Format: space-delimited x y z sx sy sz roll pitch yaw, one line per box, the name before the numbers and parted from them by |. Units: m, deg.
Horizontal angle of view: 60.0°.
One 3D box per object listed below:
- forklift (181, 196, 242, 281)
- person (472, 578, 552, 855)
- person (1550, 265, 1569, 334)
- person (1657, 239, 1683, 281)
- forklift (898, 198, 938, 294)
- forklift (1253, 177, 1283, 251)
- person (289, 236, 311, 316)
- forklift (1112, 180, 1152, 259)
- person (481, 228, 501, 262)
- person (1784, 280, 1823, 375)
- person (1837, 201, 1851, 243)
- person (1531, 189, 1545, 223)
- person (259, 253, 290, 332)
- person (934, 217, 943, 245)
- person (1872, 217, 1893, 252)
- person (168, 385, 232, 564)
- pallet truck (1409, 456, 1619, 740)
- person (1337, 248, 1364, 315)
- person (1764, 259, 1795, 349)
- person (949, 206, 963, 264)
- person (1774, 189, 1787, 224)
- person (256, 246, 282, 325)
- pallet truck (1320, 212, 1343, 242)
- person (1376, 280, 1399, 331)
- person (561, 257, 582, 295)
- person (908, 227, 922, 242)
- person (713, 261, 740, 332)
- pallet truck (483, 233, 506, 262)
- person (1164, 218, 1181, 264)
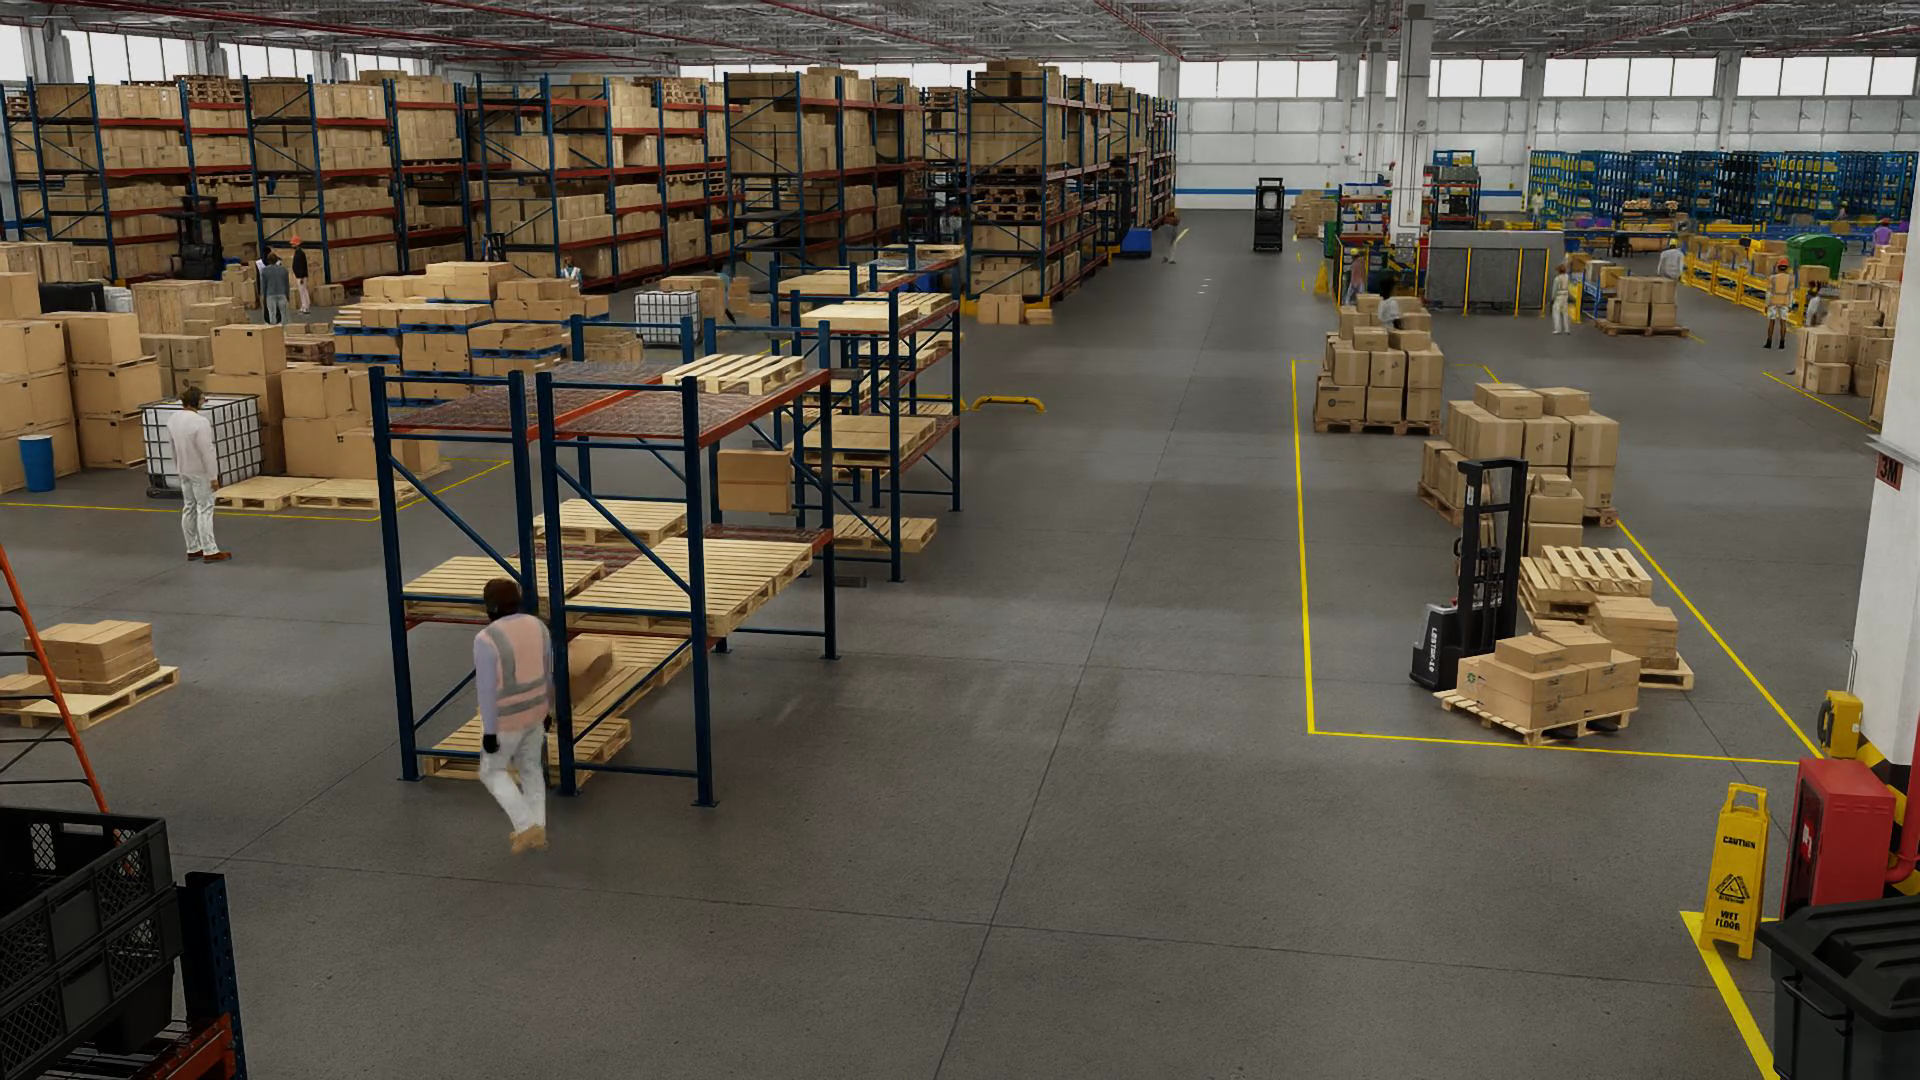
forklift | -21.128 -8.215 46.558 1.129 2.768 1.873 3 14 10
person | -2.868 1.147 10.748 0.460 1.817 0.645 7 16 27
person | 13.854 -5.542 38.335 0.632 1.608 0.329 -11 18 -38
person | 18.935 -7.136 44.413 0.596 1.796 0.866 3 14 14
forklift | -1.145 -7.856 45.100 1.129 2.768 1.873 3 14 10
forklift | 12.083 -12.747 64.956 1.129 2.768 1.873 3 14 10
person | -16.746 -6.696 42.213 0.377 1.995 0.608 -8 16 -29
forklift | 6.082 -11.722 60.796 1.873 2.768 1.129 2 14 9
person | -14.219 -8.642 50.433 0.634 1.839 0.429 -11 18 -38
person | 16.332 -4.034 31.735 0.815 1.839 0.518 3 14 11
person | 36.659 -13.148 68.915 0.786 1.733 0.553 4 14 17
person | 28.794 -16.583 82.810 0.591 1.773 0.968 -2 14 -6
person | -15.426 -5.502 37.503 0.630 1.931 0.366 -10 17 -36
person | -0.907 -10.943 59.676 0.912 1.878 0.575 3 14 12
person | 29.393 -9.322 53.044 0.600 1.902 0.643 10 17 36
person | -8.272 -0.712 18.033 0.635 1.937 0.353 8 16 29
pallet truck | 4.504 0.400 13.395 0.823 1.965 1.885 -6 15 -23
person | 10.015 -6.487 41.932 0.523 1.717 0.924 -11 18 -38
person | 17.622 -5.081 35.790 0.542 1.930 0.367 5 15 18
person | -0.131 -10.748 58.592 0.485 2.027 0.620 13 19 41
person | 40.500 -16.532 82.225 0.627 1.961 0.756 2 14 10
person | -16.457 -6.034 39.679 0.591 1.922 0.392 -3 14 -13
pallet truck | 15.874 -13.227 70.310 0.680 1.201 1.601 10 17 35
person | 7.796 -3.847 30.778 0.945 1.922 0.620 -1 14 -3
person | -9.396 -6.034 40.274 0.525 1.631 0.321 0 14 1
person | -1.429 -8.824 51.491 0.542 1.684 0.418 3 14 10
person | -5.511 -5.643 38.625 0.798 1.670 0.540 9 16 32
pallet truck | -11.832 -7.026 43.548 1.885 1.965 0.823 8 16 28
person | 7.499 -10.539 58.617 0.523 1.602 0.525 4 14 17
